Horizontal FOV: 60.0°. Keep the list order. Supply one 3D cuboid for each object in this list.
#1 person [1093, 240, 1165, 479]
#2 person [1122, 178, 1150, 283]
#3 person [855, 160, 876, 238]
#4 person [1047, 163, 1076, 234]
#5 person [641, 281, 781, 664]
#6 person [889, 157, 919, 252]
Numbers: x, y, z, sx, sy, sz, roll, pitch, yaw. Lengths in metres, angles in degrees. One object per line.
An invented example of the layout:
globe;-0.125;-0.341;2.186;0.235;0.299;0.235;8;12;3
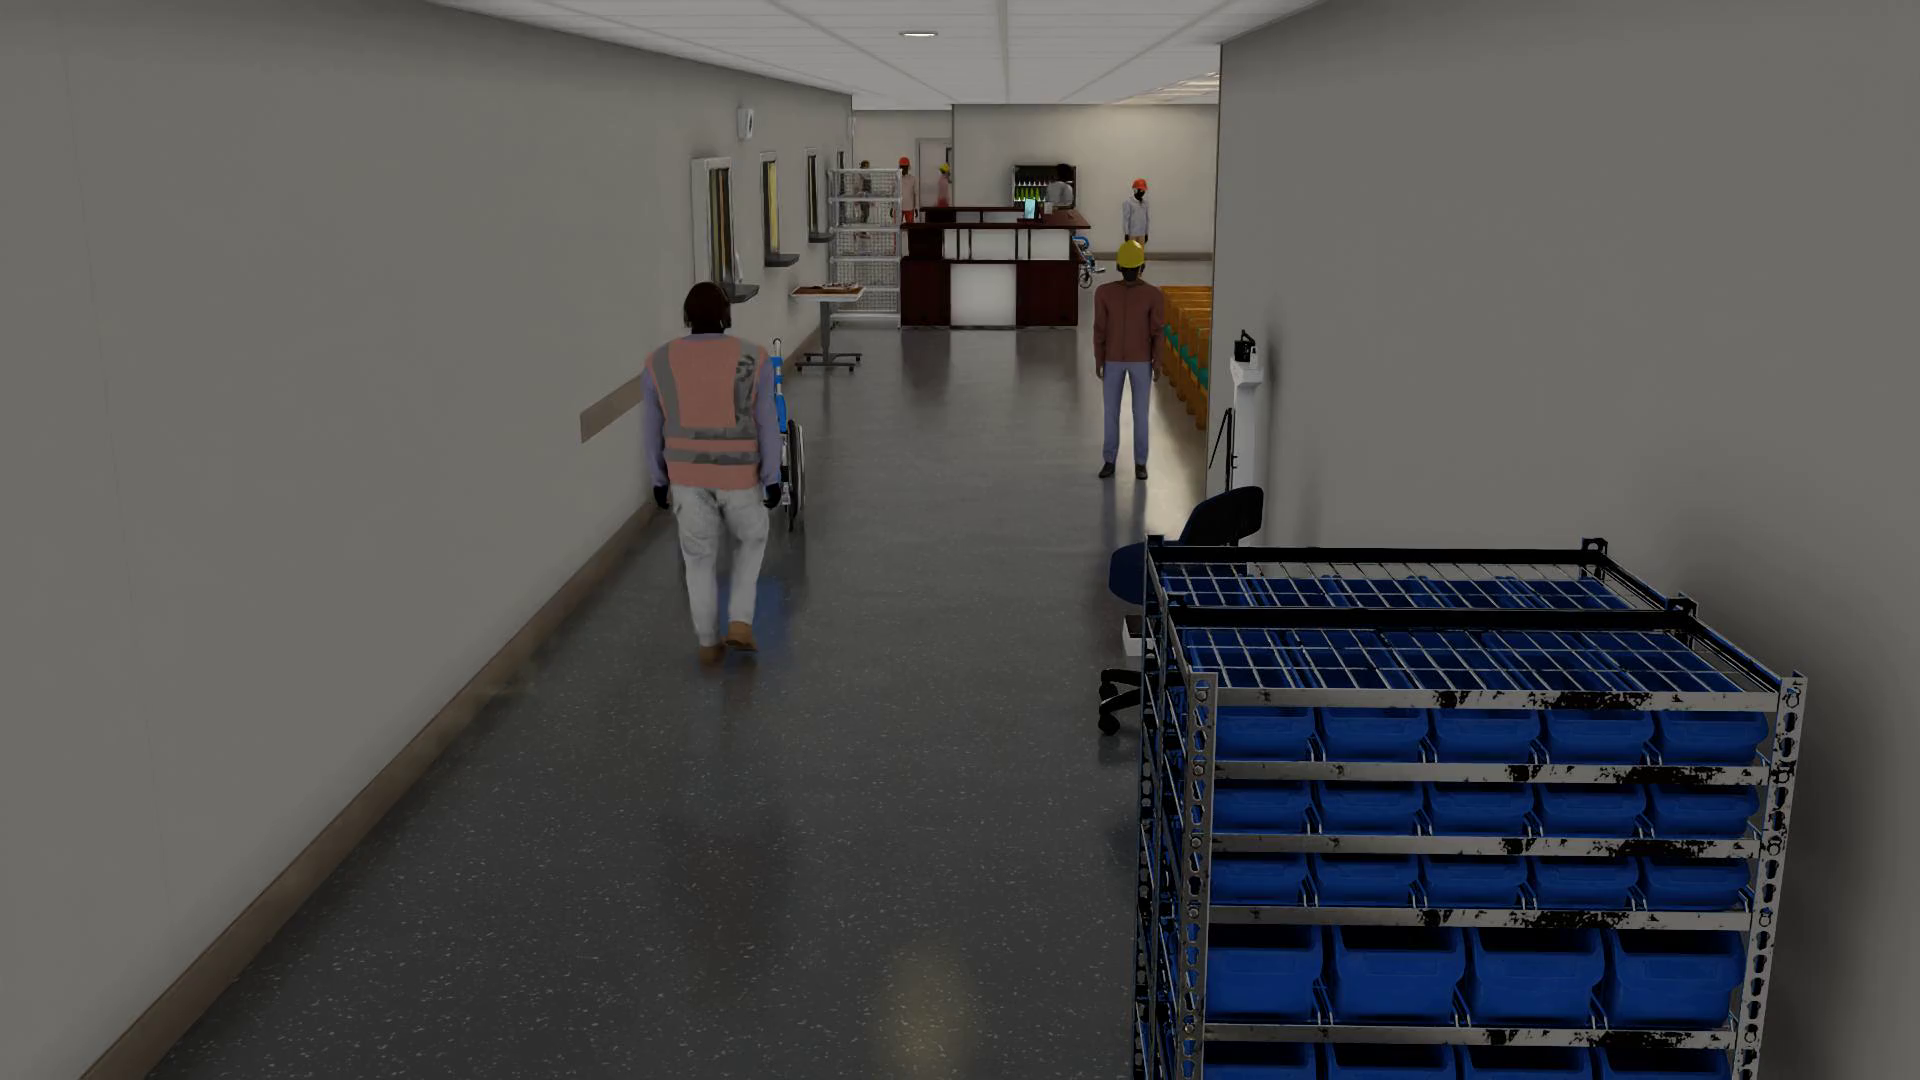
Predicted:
person;1.222;-1.299;12.108;0.517;1.752;0.374;3;14;13
person;2.926;-5.084;27.472;0.564;1.743;0.353;-11;17;-37
person;-2.227;-8.033;39.273;0.415;1.832;0.505;9;16;32
person;1.797;-5.689;29.488;0.420;1.964;0.654;-10;17;-35
person;-1.164;-0.303;7.885;0.651;1.832;0.448;0;14;0
person;-1.121;-6.661;33.351;0.611;1.997;0.375;1;14;6
